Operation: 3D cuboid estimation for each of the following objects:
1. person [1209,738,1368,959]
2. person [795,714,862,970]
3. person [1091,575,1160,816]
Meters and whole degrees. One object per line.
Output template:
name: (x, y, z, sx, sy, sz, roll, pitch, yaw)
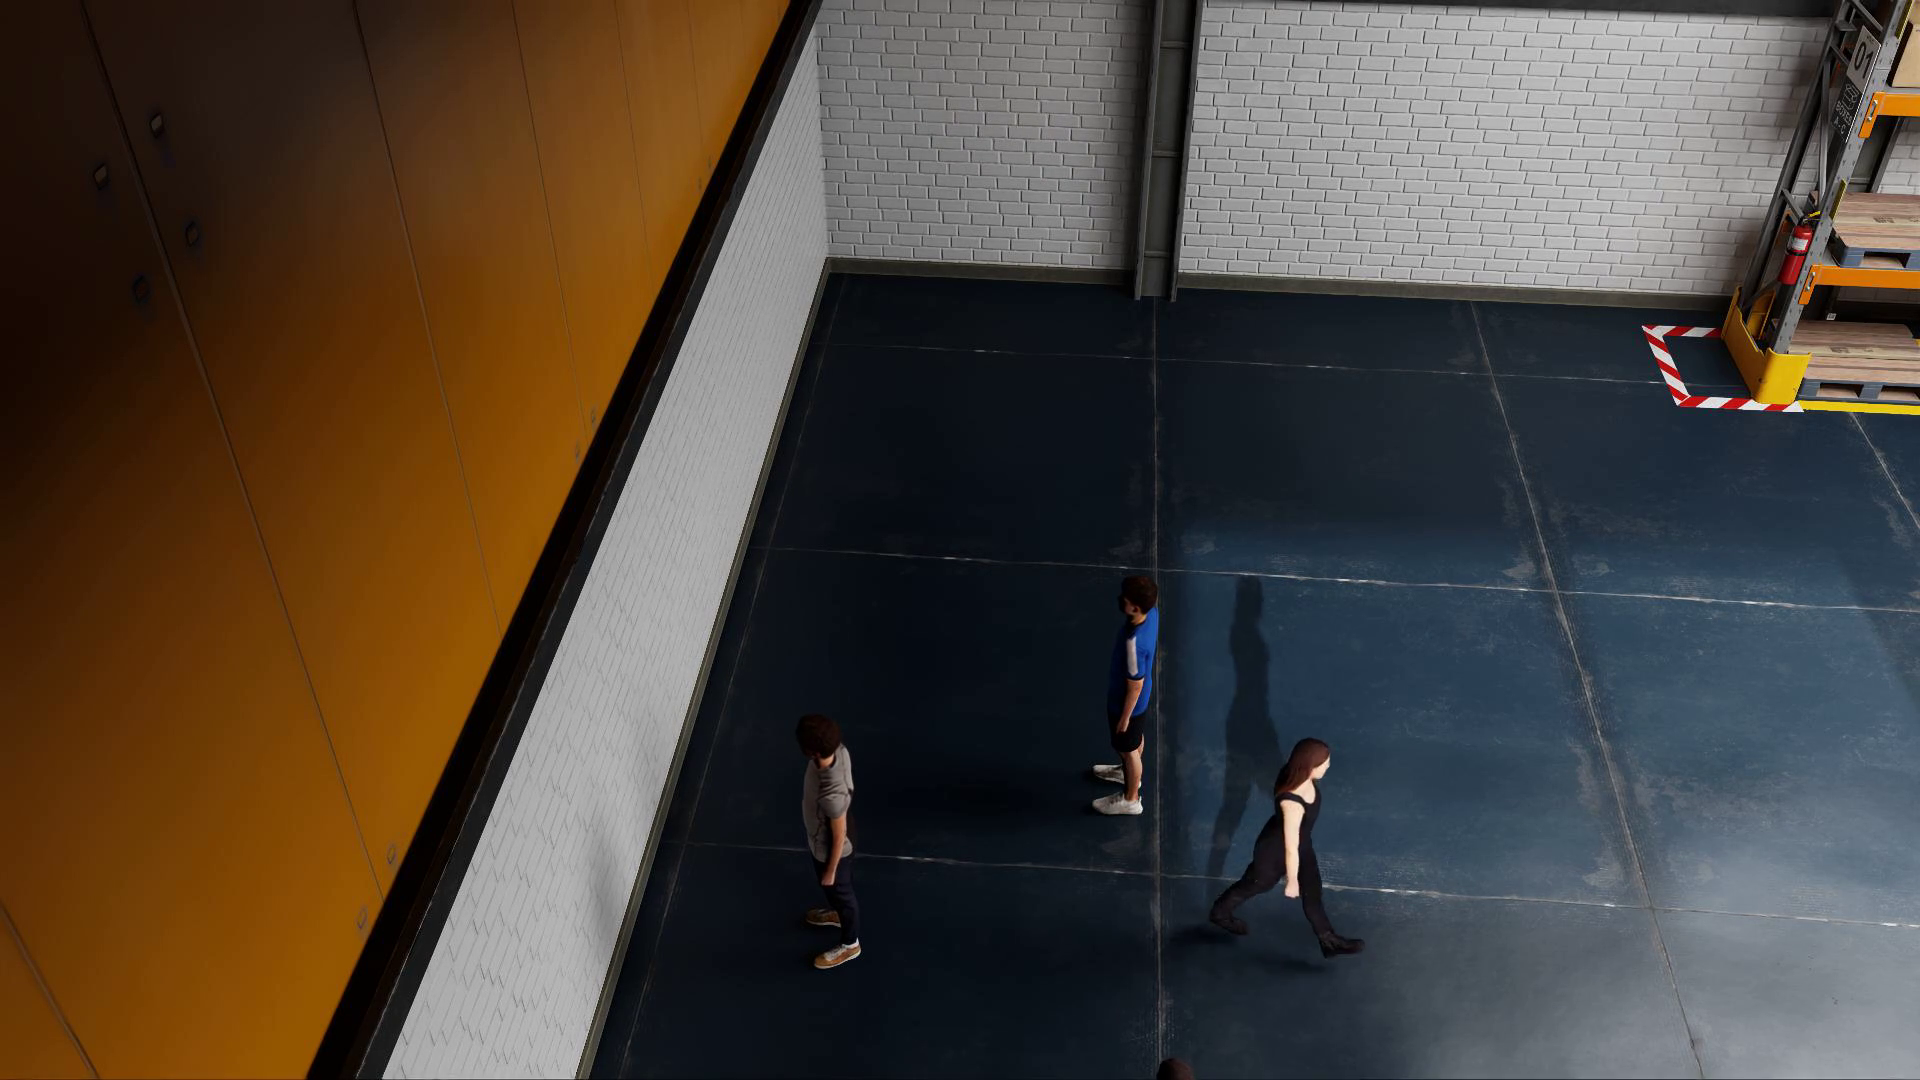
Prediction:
person: (1.750, 1.768, 9.473, 1.218, 1.629, 0.830, 14, 41, 16)
person: (-0.722, 1.672, 9.383, 0.638, 1.891, 0.700, -5, 39, -6)
person: (1.059, 0.948, 10.309, 0.571, 1.866, 0.648, 5, 39, 6)
